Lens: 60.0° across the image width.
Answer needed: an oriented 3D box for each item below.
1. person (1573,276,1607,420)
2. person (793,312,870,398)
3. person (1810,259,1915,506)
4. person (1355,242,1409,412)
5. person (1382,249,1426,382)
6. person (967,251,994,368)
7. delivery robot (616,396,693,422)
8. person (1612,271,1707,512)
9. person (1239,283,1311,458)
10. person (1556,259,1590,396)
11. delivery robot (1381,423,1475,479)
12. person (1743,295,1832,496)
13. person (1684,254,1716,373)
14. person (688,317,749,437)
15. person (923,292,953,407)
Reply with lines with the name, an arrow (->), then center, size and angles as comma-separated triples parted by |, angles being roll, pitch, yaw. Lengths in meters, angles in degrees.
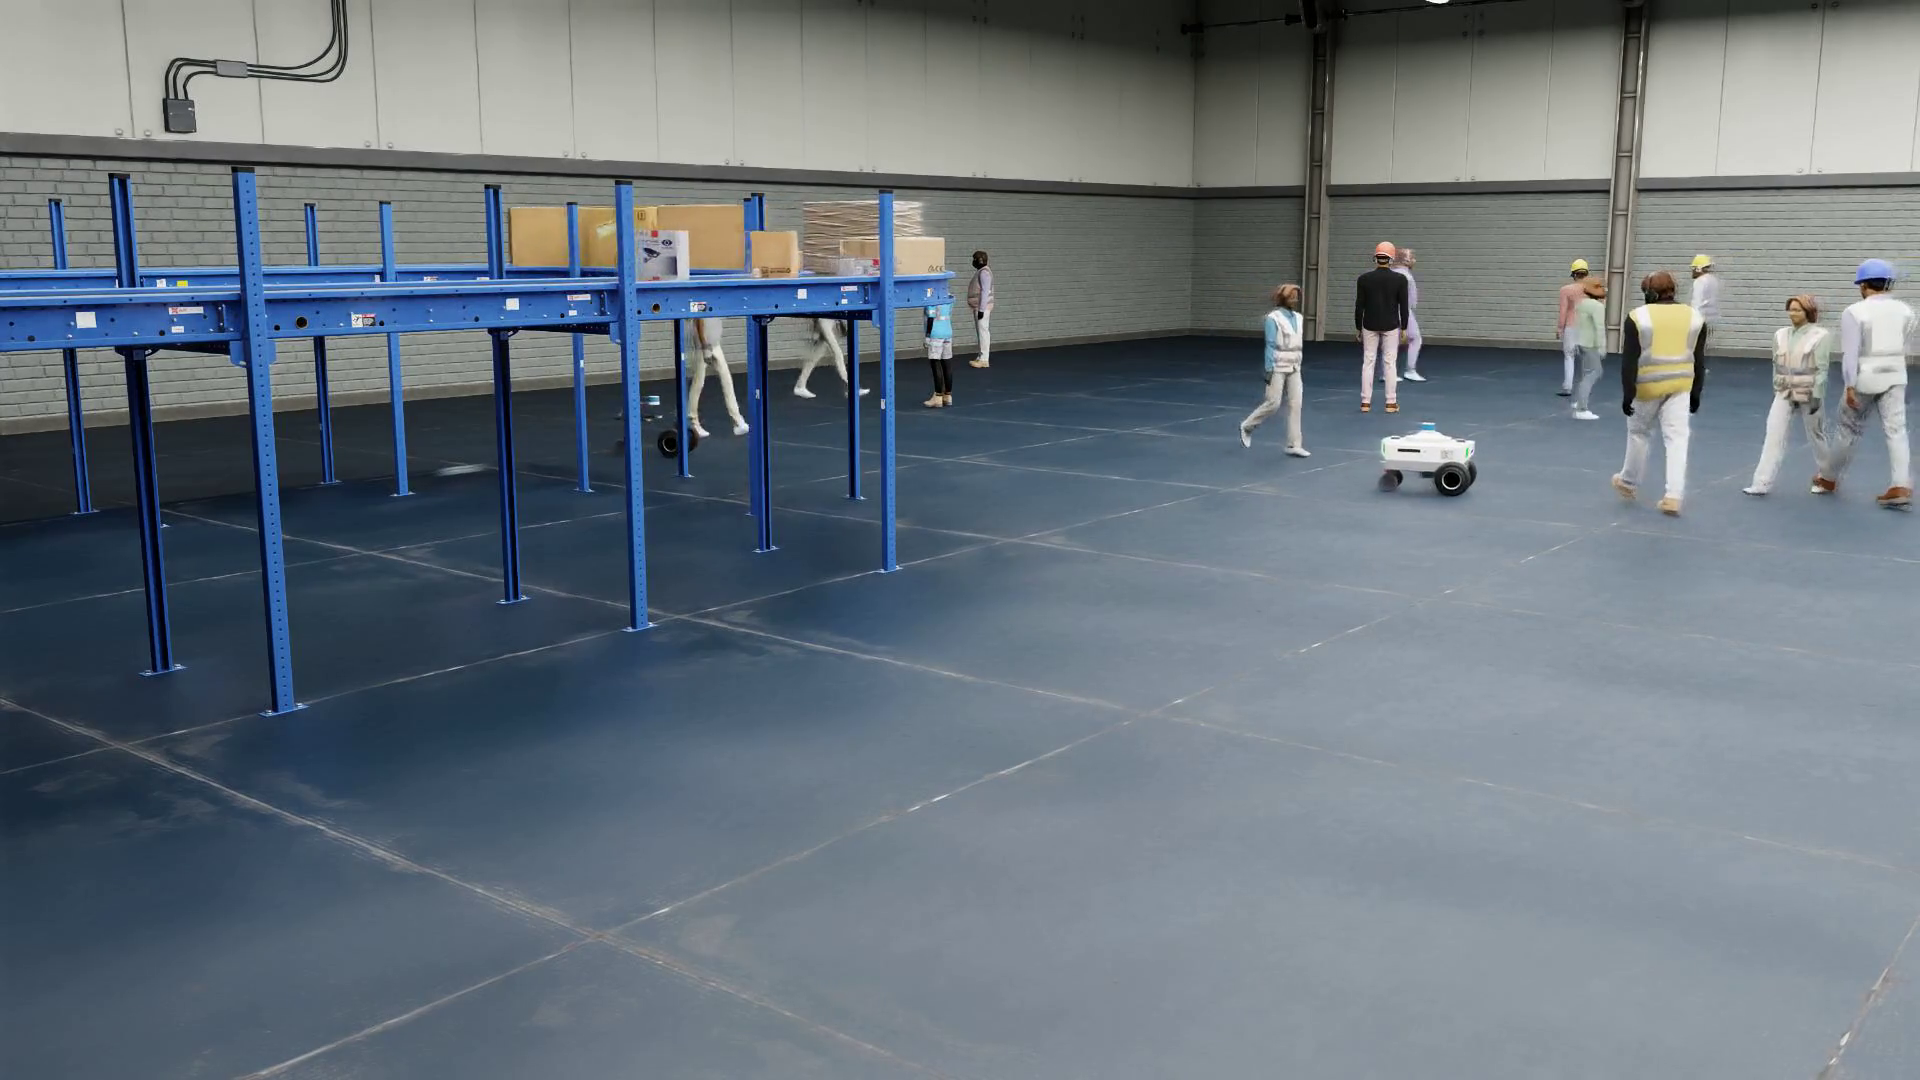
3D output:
person -> 7.159, -2.173, 18.807 | 0.374, 1.617, 0.521 | 0, 10, 1
person -> -1.692, -2.716, 21.322 | 1.046, 1.812, 0.505 | 2, 10, 9
person -> 7.073, -1.222, 12.874 | 0.588, 1.873, 1.085 | -1, 10, -3
person -> 4.985, -2.516, 19.666 | 0.622, 1.994, 0.381 | 4, 11, 20
person -> 6.383, -3.189, 23.721 | 0.685, 1.886, 0.648 | -1, 10, -6
person -> 0.324, -3.700, 26.653 | 0.429, 1.844, 0.626 | -1, 10, -4
delivery robot -> -2.901, -1.253, 15.780 | 0.698, 0.223, 0.335 | 1, 10, 8
person -> 5.286, -1.129, 12.590 | 0.652, 1.781, 1.007 | 0, 10, 1
person -> 2.999, -1.607, 15.687 | 0.523, 1.620, 0.668 | -9, 14, -41
person -> 8.018, -2.757, 21.634 | 0.523, 1.769, 0.322 | -1, 10, -4
delivery robot -> 3.794, -0.709, 13.504 | 0.707, 0.478, 0.477 | 5, 11, 23
person -> 6.667, -1.147, 13.197 | 0.893, 1.591, 0.531 | -5, 12, -28
person -> 10.466, -3.137, 23.598 | 0.431, 1.816, 0.620 | 9, 13, 40
person -> -2.486, -1.952, 16.982 | 0.907, 1.827, 0.544 | 6, 12, 29
person -> -0.275, -2.472, 20.248 | 0.317, 1.695, 0.540 | 6, 12, 30
